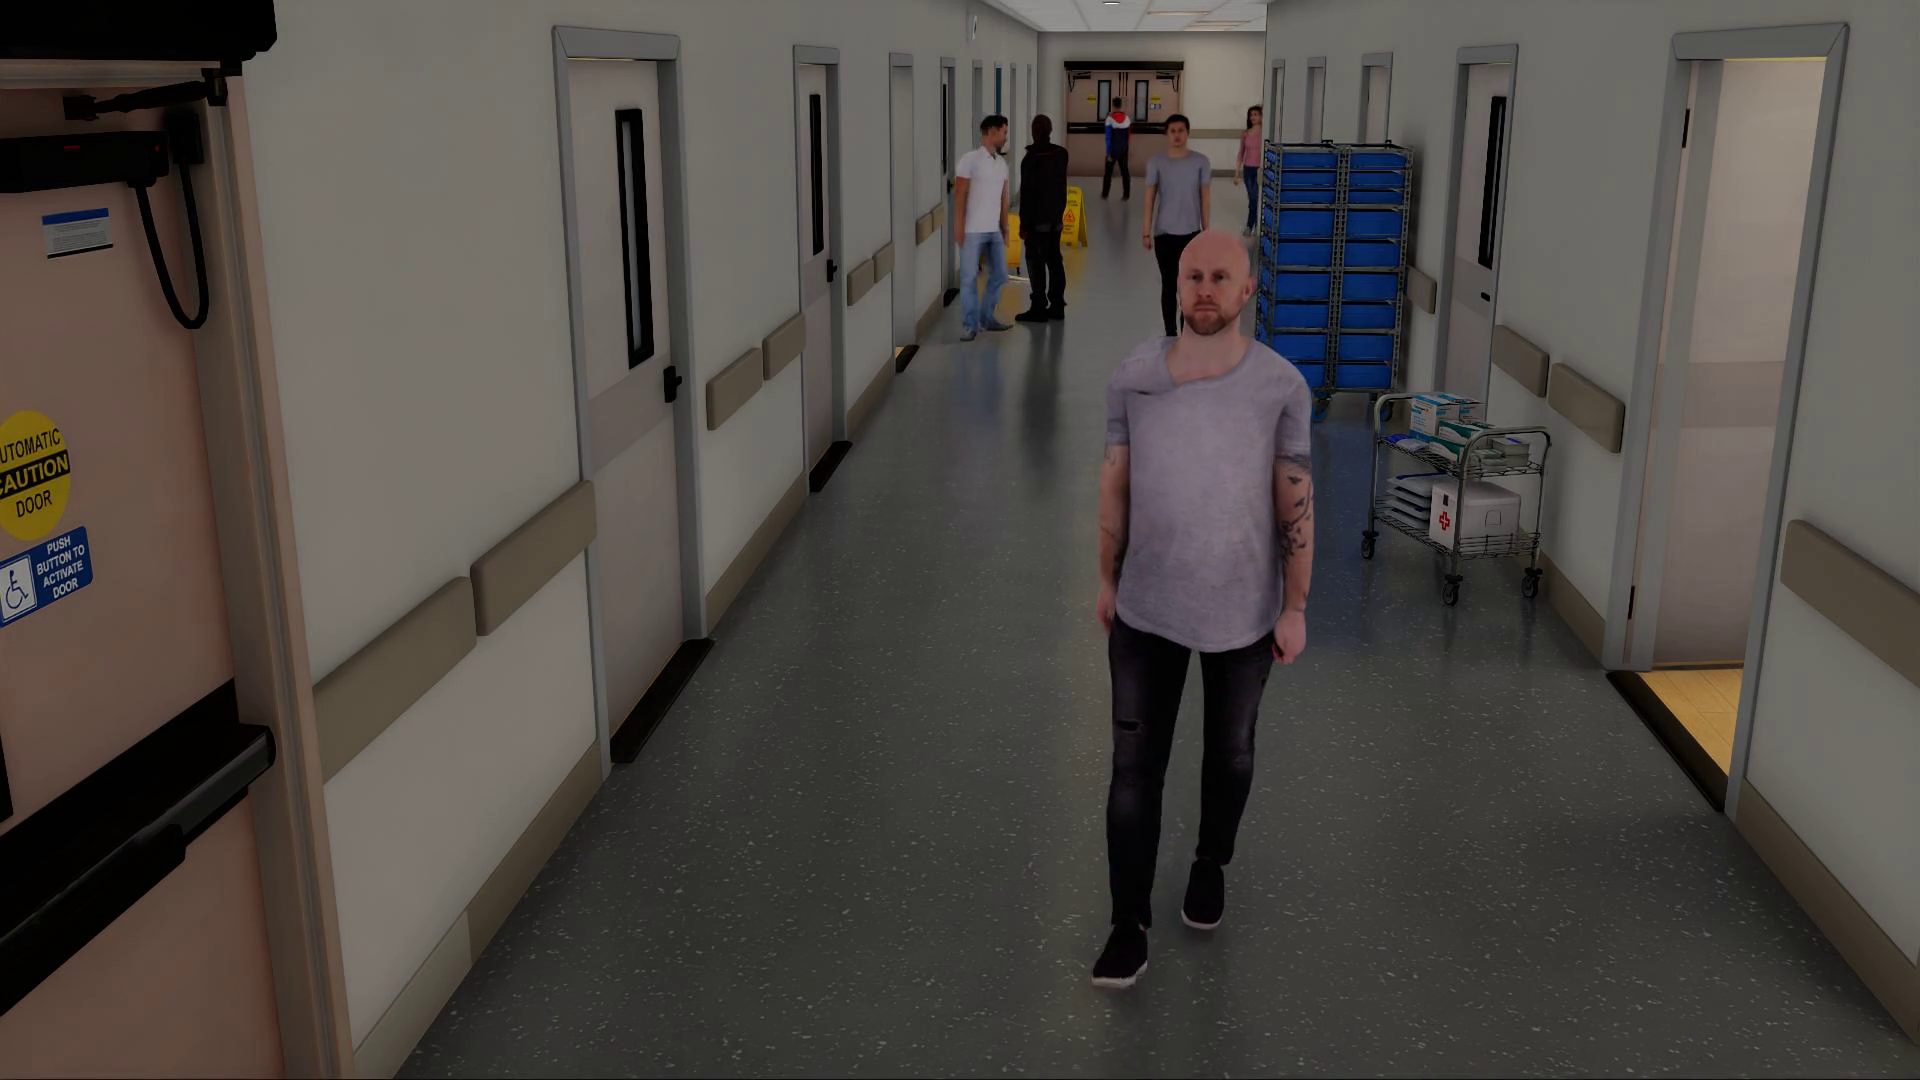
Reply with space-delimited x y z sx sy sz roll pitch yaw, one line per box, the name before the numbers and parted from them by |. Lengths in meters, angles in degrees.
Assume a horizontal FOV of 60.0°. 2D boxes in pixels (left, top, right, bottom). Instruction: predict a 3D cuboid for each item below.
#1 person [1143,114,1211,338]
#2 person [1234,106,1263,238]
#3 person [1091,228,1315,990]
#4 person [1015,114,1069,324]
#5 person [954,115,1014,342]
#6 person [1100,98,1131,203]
person | 1.728 -2.419 13.221 0.684 1.841 0.903 1 16 5
person | 4.013 -4.958 22.448 0.883 1.722 1.032 11 19 33
person | 0.616 0.137 4.205 0.769 1.813 1.031 3 16 12
person | 0.753 -2.884 14.903 0.773 1.823 0.850 -15 21 -42
person | 0.133 -2.571 13.775 0.867 1.832 0.913 -7 17 -23
person | 2.694 -6.536 28.053 0.931 1.716 1.231 -4 16 -15
